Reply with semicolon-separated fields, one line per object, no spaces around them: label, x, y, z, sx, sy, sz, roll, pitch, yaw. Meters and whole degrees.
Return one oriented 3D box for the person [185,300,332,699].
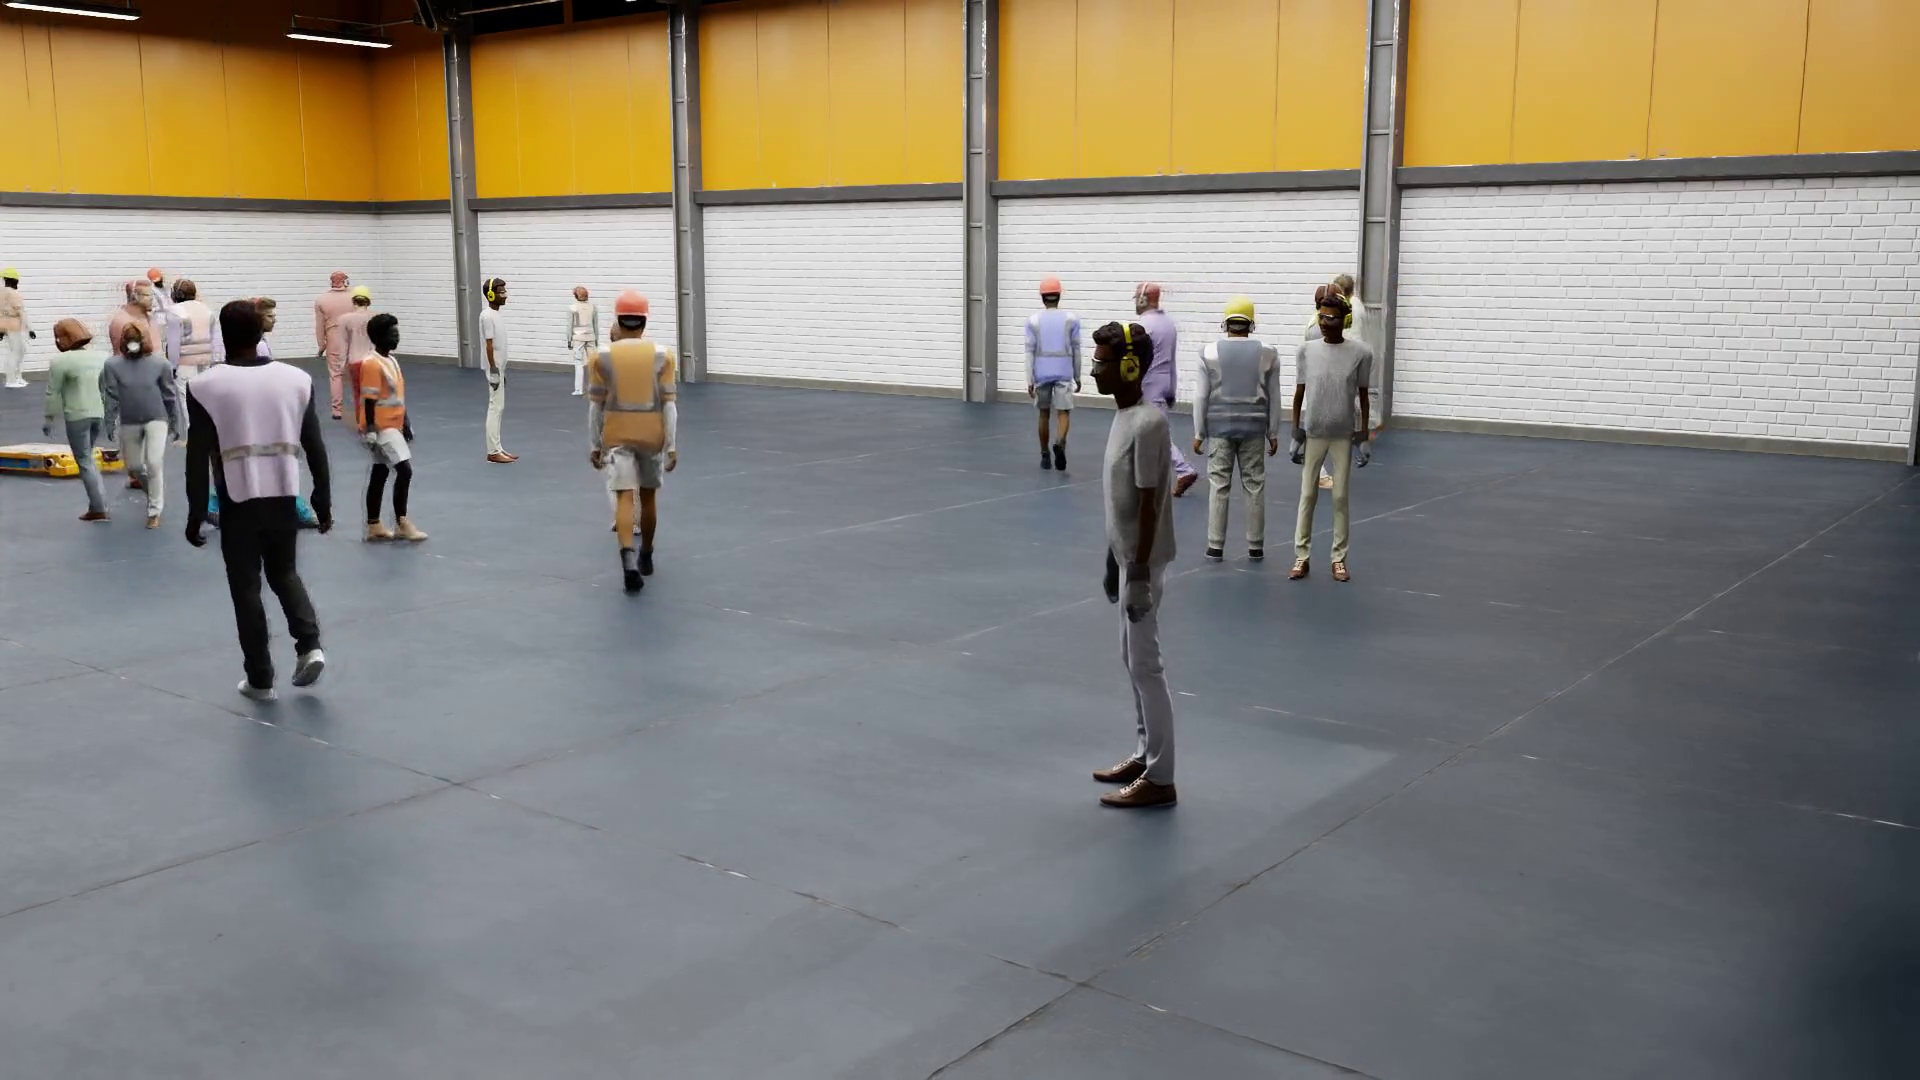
person;-3.305;-0.181;7.871;0.466;1.897;0.640;9;13;41

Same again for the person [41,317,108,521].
person;-6.975;-0.945;13.151;0.479;1.614;0.495;3;10;18

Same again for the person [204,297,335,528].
person;-5.387;-0.958;12.705;0.975;1.798;0.573;-2;10;-13

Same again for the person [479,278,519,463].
person;-4.692;-1.716;16.892;0.317;1.870;0.531;-1;10;-8

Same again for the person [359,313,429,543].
person;-4.109;-0.809;12.140;0.611;1.672;0.554;-1;10;-6

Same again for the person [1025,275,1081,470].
person;0.899;-1.605;16.131;0.558;1.915;0.746;1;10;5

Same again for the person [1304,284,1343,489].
person;3.317;-1.392;15.089;0.429;1.844;0.627;2;10;13

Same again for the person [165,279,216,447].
person;-8.473;-1.938;18.307;0.429;1.846;0.636;3;10;19

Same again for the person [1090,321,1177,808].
person;0.666;0.096;6.386;0.348;1.860;0.507;0;10;-2

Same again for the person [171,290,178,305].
person;-11.553;-2.968;24.941;0.417;1.615;0.505;-6;12;-33

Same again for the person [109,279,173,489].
person;-7.340;-1.391;14.953;0.418;1.895;0.660;0;10;1

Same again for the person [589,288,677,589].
person;-2.082;-0.654;10.626;0.553;1.907;0.932;-2;10;-12

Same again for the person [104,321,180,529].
person;-6.371;-0.919;13.003;0.509;1.602;0.701;-2;10;-13

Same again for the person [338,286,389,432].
person;-6.980;-2.100;19.521;0.540;1.733;0.827;-3;10;-15

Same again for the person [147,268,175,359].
person;-13.514;-3.652;28.157;0.392;1.882;0.663;3;10;15

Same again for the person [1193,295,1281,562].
person;1.895;-0.757;11.417;0.600;1.829;0.404;0;10;3

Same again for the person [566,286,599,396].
person;-5.642;-2.979;24.935;0.511;1.633;0.312;-8;12;-38

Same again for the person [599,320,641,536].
person;-2.509;-0.837;12.479;0.537;1.623;0.381;-5;11;-25

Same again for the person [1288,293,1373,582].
person;2.395;-0.657;10.752;0.521;1.864;0.335;3;10;16

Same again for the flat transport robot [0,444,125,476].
flat transport robot;-8.906;-0.790;16.148;1.431;0.197;0.652;4;11;23

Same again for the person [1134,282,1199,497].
person;1.721;-1.324;14.607;0.900;1.881;0.665;6;11;31

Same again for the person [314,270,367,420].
person;-7.904;-2.490;21.310;0.680;1.904;0.401;-3;10;-16

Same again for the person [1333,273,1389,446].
person;4.320;-1.948;18.156;0.567;1.911;0.635;1;10;8

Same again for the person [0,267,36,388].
person;-14.960;-3.364;26.373;0.594;1.903;0.585;8;12;37
